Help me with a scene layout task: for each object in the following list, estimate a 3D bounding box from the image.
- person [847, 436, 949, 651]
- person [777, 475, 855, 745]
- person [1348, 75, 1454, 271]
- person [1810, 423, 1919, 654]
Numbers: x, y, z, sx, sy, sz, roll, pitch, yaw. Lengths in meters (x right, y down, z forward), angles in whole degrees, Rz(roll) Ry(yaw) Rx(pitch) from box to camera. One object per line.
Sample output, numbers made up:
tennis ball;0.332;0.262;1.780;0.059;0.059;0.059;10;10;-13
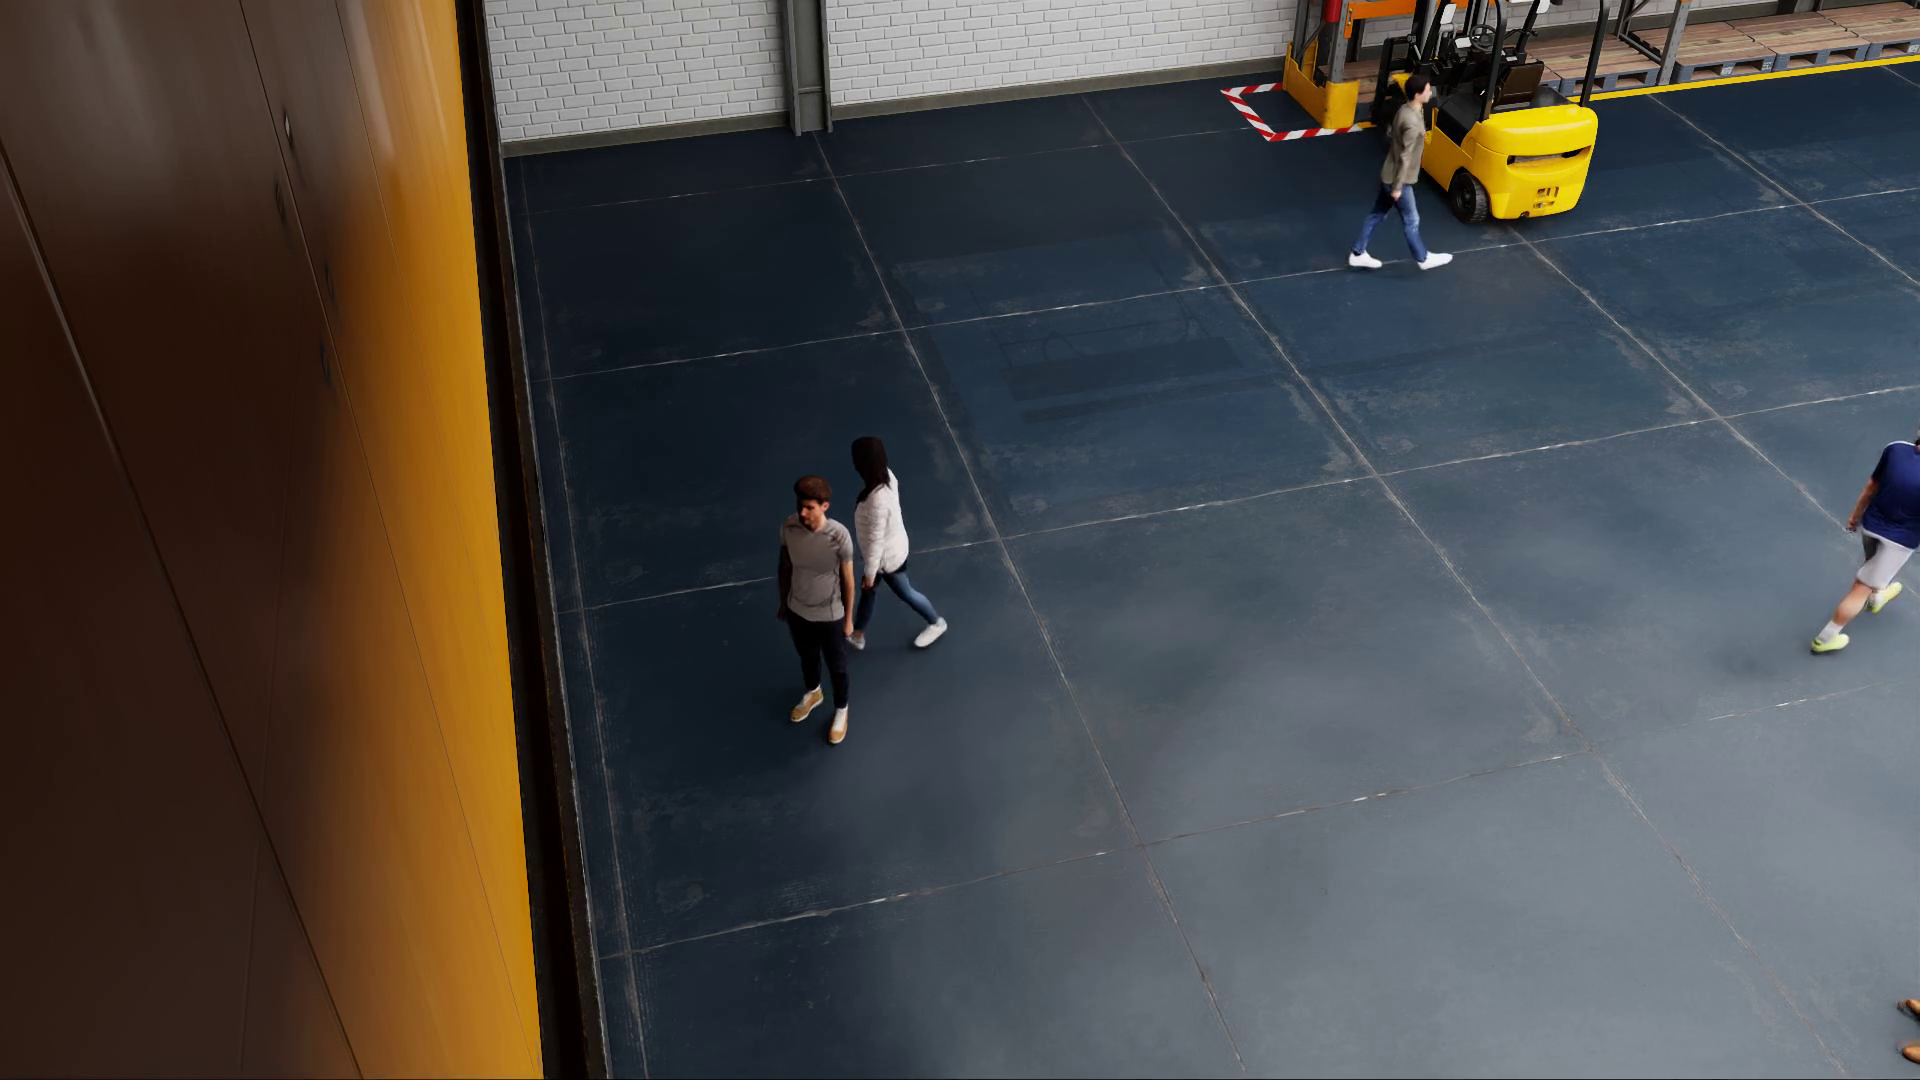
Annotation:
person;-0.406;0.066;10.710;1.090;1.594;0.795;-5;39;-6
person;-0.859;0.381;10.074;0.731;1.896;0.815;14;41;16
person;3.756;-3.173;14.583;1.237;1.821;0.985;4;39;5
person;5.885;-0.009;10.650;1.179;1.786;0.789;-17;42;-20
